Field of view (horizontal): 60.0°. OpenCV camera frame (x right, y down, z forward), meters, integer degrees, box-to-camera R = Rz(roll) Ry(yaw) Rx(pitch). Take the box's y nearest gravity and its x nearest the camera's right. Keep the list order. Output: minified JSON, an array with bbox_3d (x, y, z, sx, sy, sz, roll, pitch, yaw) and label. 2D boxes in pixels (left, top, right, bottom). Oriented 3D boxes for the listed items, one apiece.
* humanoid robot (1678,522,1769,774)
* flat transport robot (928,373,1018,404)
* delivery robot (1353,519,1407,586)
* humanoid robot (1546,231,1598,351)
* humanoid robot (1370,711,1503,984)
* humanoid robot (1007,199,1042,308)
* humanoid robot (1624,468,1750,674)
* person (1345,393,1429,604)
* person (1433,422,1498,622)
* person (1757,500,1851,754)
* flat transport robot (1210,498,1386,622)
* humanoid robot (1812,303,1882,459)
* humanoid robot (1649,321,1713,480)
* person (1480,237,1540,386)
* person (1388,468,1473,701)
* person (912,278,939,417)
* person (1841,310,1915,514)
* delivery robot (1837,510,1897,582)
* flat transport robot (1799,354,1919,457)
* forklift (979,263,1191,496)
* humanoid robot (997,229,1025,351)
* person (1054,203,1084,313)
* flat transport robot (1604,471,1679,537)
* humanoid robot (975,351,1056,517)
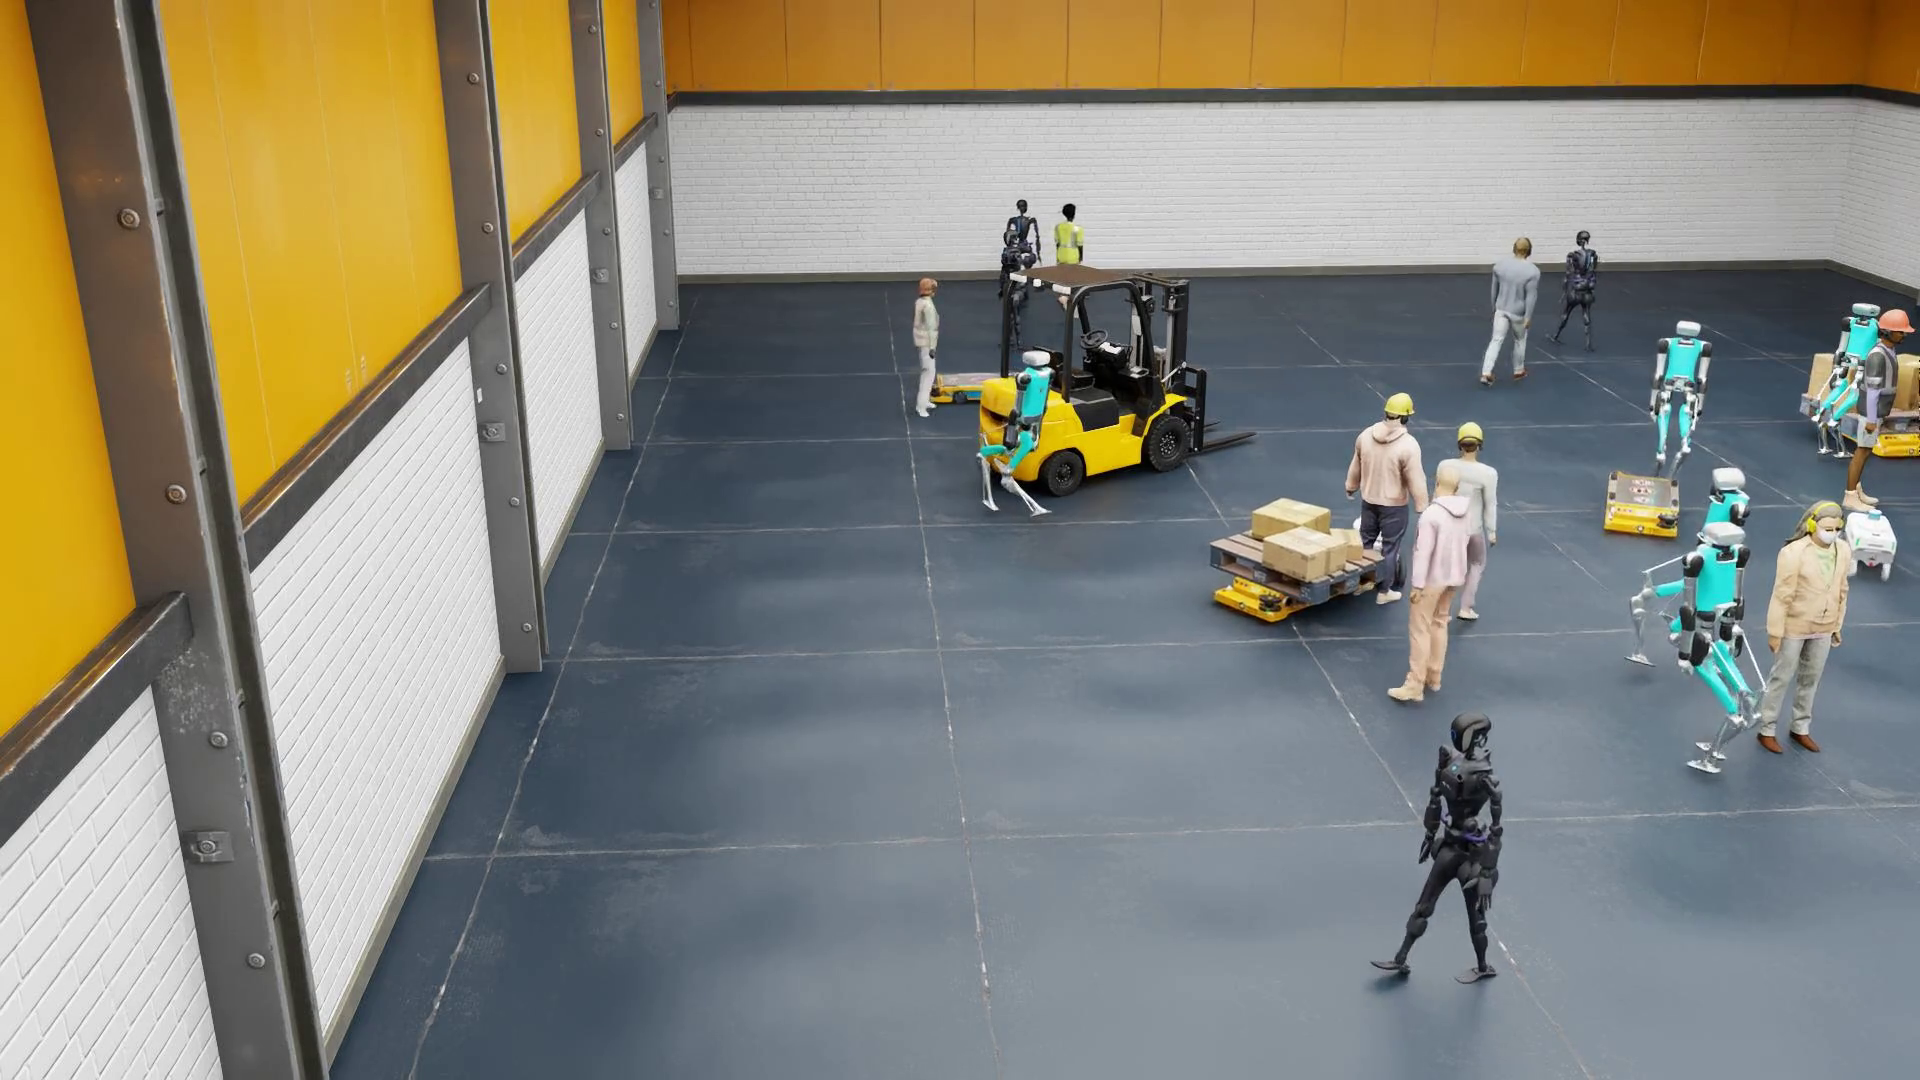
[{"bbox_3d":[5.229,0.777,11.278,0.530,1.725,0.742,-9,22,-22],"label":"humanoid robot"},{"bbox_3d":[0.299,-1.898,20.798,1.431,0.231,0.659,-1,20,-3],"label":"flat transport robot"},{"bbox_3d":[3.746,0.070,15.008,0.499,0.585,0.775,2,20,6],"label":"delivery robot"},{"bbox_3d":[8.602,-3.479,23.119,0.590,1.619,0.776,-8,22,-21],"label":"humanoid robot"},{"bbox_3d":[2.669,1.700,8.985,0.695,1.635,0.598,-8,22,-21],"label":"humanoid robot"},{"bbox_3d":[1.010,-4.464,25.800,0.599,1.612,0.781,8,22,21],"label":"humanoid robot"},{"bbox_3d":[5.539,0.293,12.765,1.042,1.760,0.556,1,20,4],"label":"humanoid robot"},{"bbox_3d":[3.644,-0.351,14.285,0.433,1.854,0.821,-18,26,-39],"label":"person"},{"bbox_3d":[4.191,-0.116,13.810,0.585,1.729,0.546,16,26,38],"label":"person"},{"bbox_3d":[5.919,0.599,11.685,0.568,1.868,0.406,-4,21,-10],"label":"person"},{"bbox_3d":[2.957,0.378,14.596,1.431,0.231,0.659,-15,25,-36],"label":"flat transport robot"},{"bbox_3d":[9.509,-1.697,17.934,0.735,1.671,0.533,-10,23,-26],"label":"humanoid robot"},{"bbox_3d":[7.357,-1.298,17.057,0.542,1.776,0.848,7,21,17],"label":"humanoid robot"},{"bbox_3d":[7.022,-2.909,21.202,0.634,1.899,0.956,16,25,37],"label":"person"},{"bbox_3d":[3.557,0.345,12.552,0.756,1.741,0.407,-15,25,-35],"label":"person"},{"bbox_3d":[-0.423,-2.326,20.002,0.371,1.614,0.625,-6,21,-15],"label":"person"},{"bbox_3d":[9.135,-1.287,16.566,0.375,2.043,0.606,13,24,32],"label":"person"},{"bbox_3d":[8.296,0.022,15.181,0.499,0.614,0.818,8,21,20],"label":"delivery robot"},{"bbox_3d":[10.439,-1.248,19.027,0.659,0.231,1.431,-2,20,-5],"label":"flat transport robot"},{"bbox_3d":[1.315,-1.764,17.646,2.313,2.155,1.214,-14,24,-33],"label":"forklift"},{"bbox_3d":[0.717,-3.465,23.004,0.315,1.657,0.599,-8,22,-20],"label":"humanoid robot"},{"bbox_3d":[1.603,-4.233,25.116,0.531,1.676,0.485,15,25,36],"label":"person"},{"bbox_3d":[6.817,-0.365,16.622,0.659,0.231,1.431,8,22,20],"label":"flat transport robot"},{"bbox_3d":[0.506,-1.042,16.341,1.013,1.720,0.572,16,25,36],"label":"humanoid robot"}]
